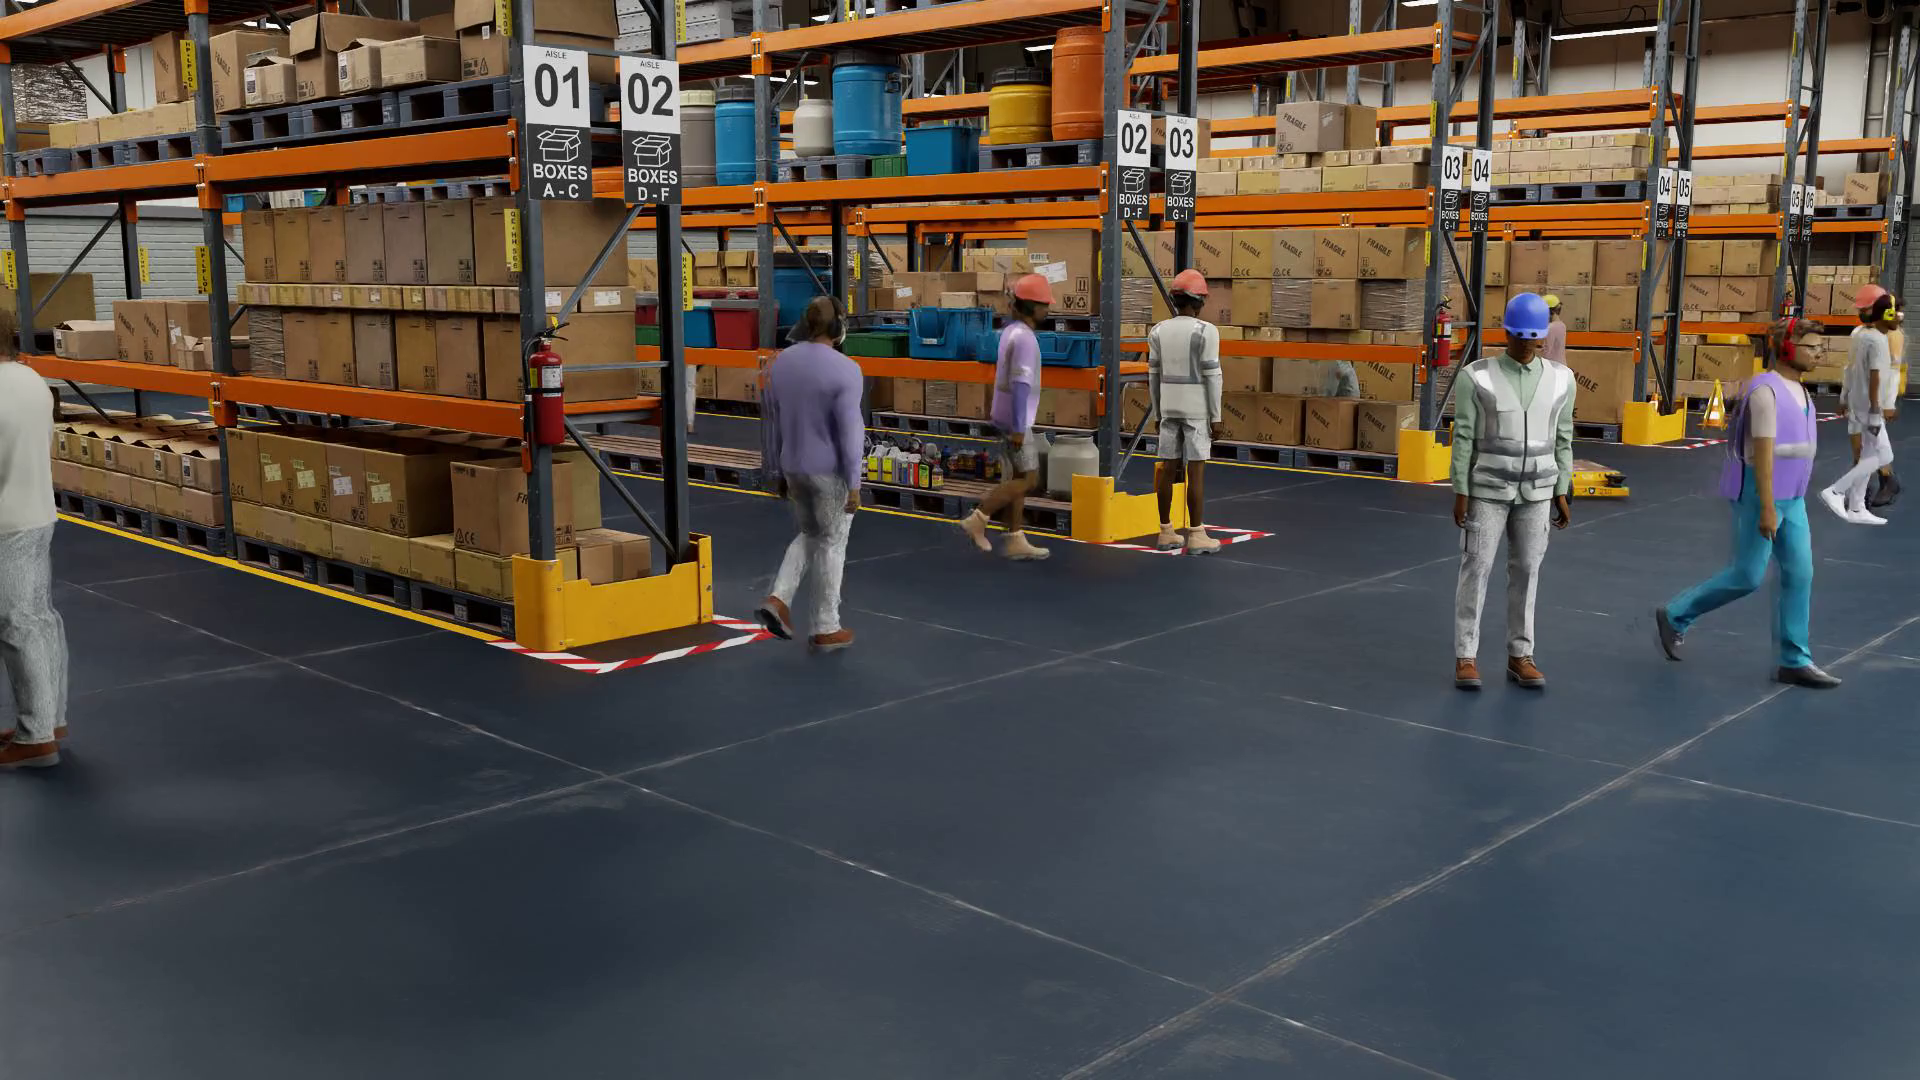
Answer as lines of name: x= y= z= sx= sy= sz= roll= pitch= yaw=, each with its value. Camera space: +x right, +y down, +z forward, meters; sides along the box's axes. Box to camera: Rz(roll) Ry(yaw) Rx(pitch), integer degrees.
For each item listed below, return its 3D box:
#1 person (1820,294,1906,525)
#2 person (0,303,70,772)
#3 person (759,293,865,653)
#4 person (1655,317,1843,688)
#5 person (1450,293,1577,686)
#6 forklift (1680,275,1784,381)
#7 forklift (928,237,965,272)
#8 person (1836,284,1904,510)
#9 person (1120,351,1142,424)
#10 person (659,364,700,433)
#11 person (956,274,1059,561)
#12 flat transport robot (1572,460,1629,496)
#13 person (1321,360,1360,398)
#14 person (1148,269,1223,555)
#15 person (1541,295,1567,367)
person: x=7.277 y=-1.037 z=13.334 sx=0.448 sy=1.846 sz=0.589 roll=4 pitch=10 yaw=24
person: x=-3.942 y=-0.031 z=6.882 sx=0.360 sy=1.938 sz=0.634 roll=-1 pitch=9 yaw=-7
person: x=-0.768 y=-0.348 z=8.869 sx=0.649 sy=1.923 sz=0.498 roll=7 pitch=12 yaw=38
person: x=4.001 y=-0.205 z=8.321 sx=0.572 sy=1.822 sz=0.812 roll=-8 pitch=12 yaw=-40
person: x=2.708 y=-0.237 z=8.160 sx=0.605 sy=1.935 sz=0.416 roll=0 pitch=9 yaw=-1
forklift: x=12.480 y=-3.427 z=27.053 sx=1.214 sy=2.155 sz=2.313 roll=9 pitch=13 yaw=43
forklift: x=-0.326 y=-5.817 z=39.609 sx=1.129 sy=2.768 sz=1.873 roll=9 pitch=13 yaw=43
person: x=7.711 y=-1.202 z=14.138 sx=0.436 sy=1.920 sz=0.565 roll=-1 pitch=9 yaw=-5
person: x=2.264 y=-2.356 z=22.074 sx=0.266 sy=1.631 sz=0.507 roll=7 pitch=12 yaw=38
person: x=-3.549 y=-2.272 z=20.977 sx=0.658 sy=1.820 sz=0.670 roll=-6 pitch=11 yaw=-33
person: x=0.358 y=-0.839 z=11.590 sx=0.651 sy=2.018 sz=0.644 roll=-2 pitch=9 yaw=-9
flat transport robot: x=5.709 y=-0.600 z=15.600 sx=0.652 sy=0.197 sz=1.431 roll=1 pitch=9 yaw=4
person: x=4.659 y=-2.142 z=20.544 sx=0.884 sy=1.697 sz=0.499 roll=7 pitch=12 yaw=38
person: x=1.649 y=-0.932 z=12.083 sx=0.608 sy=2.047 sz=0.366 roll=8 pitch=12 yaw=42
person: x=6.792 y=-1.915 z=19.024 sx=0.461 sy=1.747 sz=0.603 roll=7 pitch=11 yaw=35
